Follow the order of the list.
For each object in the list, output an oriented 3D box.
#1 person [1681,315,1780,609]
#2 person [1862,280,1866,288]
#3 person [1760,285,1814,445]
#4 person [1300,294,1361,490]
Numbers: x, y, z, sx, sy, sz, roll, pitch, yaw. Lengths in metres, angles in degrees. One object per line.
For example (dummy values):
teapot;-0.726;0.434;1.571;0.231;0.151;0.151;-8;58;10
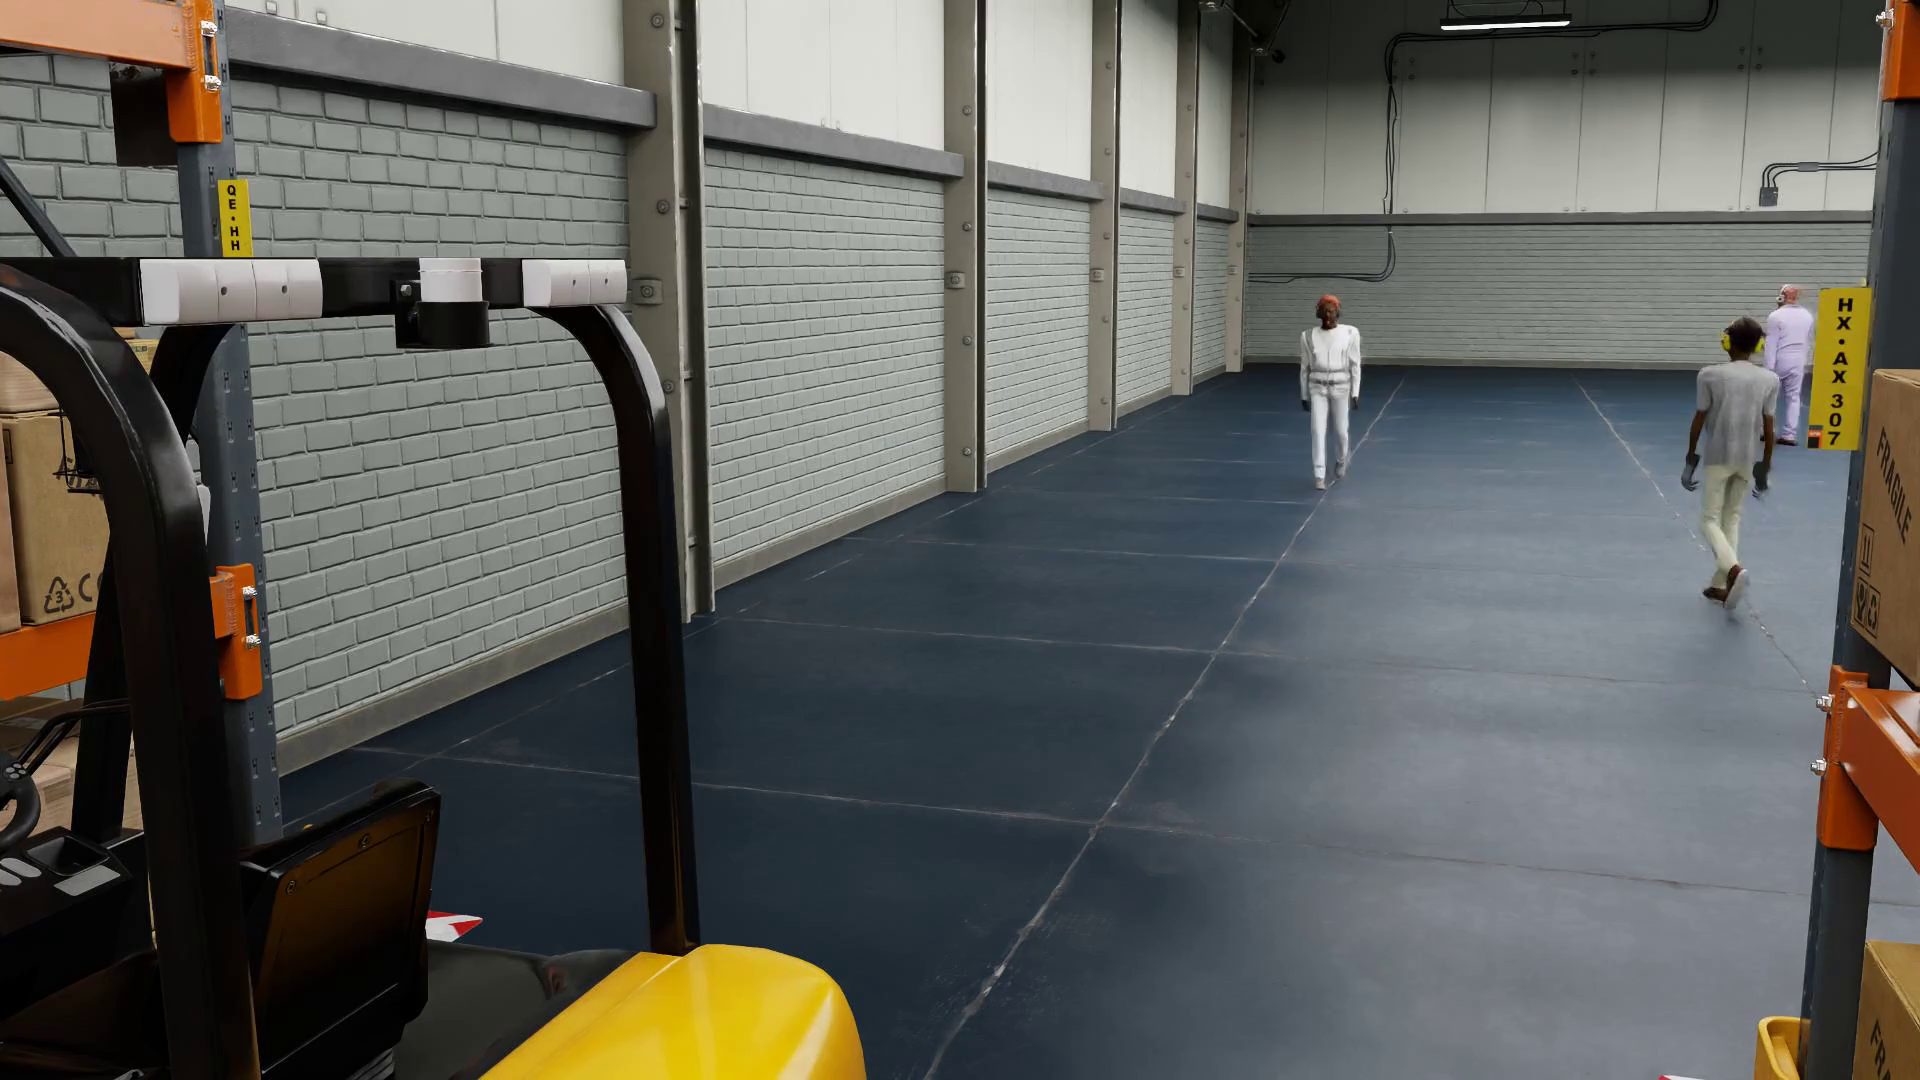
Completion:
person;4.811;-0.475;10.365;0.522;1.843;0.728;0;10;3
person;15.325;-3.493;28.233;0.604;1.878;0.984;9;13;44
person;9.728;-2.079;19.760;0.673;1.883;0.703;-2;10;-14
person;3.571;-1.435;16.043;0.590;1.864;0.805;3;10;18
